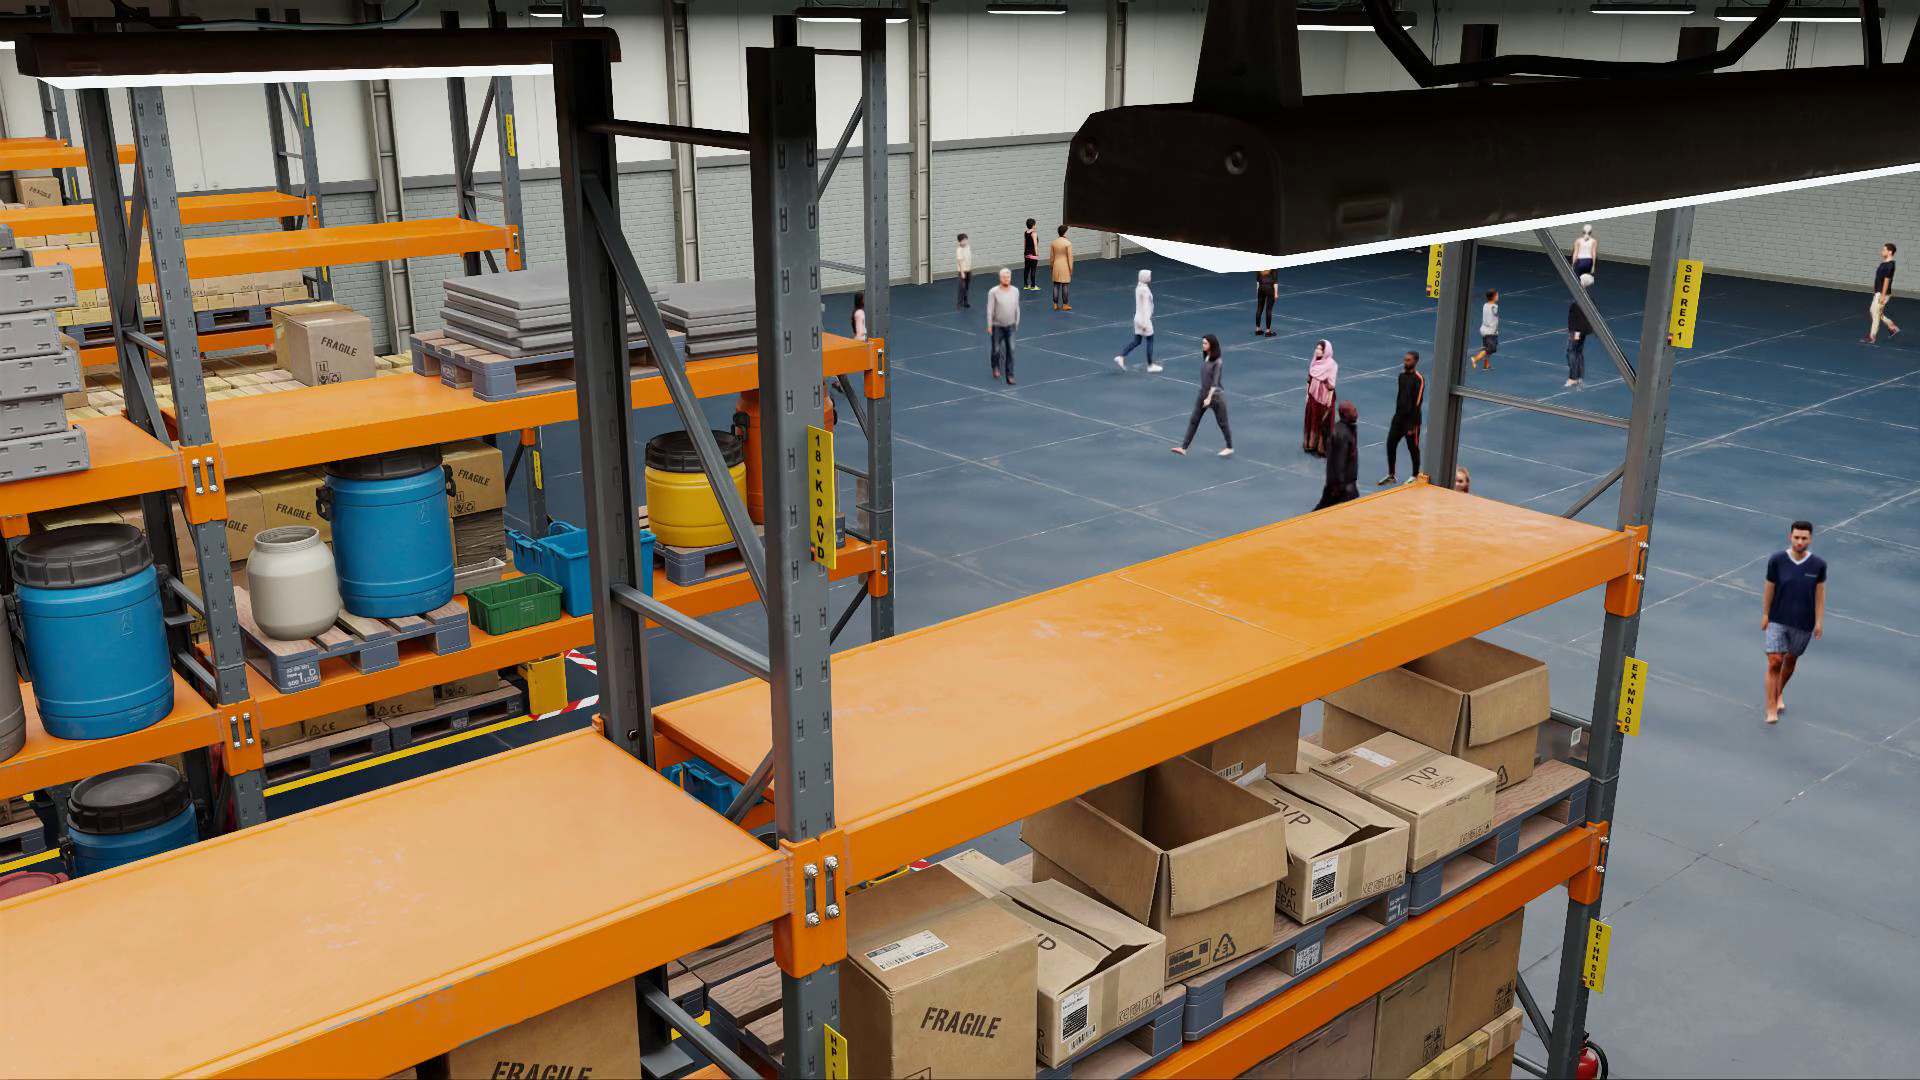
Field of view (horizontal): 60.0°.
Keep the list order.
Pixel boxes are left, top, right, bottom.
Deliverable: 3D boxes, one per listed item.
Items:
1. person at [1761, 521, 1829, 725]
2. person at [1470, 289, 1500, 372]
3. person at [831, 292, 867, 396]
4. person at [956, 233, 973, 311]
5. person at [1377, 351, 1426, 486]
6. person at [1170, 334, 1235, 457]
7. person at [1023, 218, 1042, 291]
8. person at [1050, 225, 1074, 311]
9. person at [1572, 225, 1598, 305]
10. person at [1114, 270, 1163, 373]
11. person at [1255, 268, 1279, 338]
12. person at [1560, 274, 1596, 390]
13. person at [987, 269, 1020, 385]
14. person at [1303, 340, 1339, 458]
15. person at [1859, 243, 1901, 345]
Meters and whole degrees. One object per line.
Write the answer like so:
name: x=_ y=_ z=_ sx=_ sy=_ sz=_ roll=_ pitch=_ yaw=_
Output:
person: x=7.307 y=0.697 z=14.631 sx=0.996 sy=1.797 sz=1.226 roll=7 pitch=19 yaw=20
person: x=9.012 y=-3.612 z=28.436 sx=0.920 sy=1.444 sz=0.663 roll=-10 pitch=21 yaw=-29
person: x=-1.639 y=-3.058 z=26.339 sx=1.209 sy=1.687 sz=1.100 roll=0 pitch=18 yaw=0
person: x=0.109 y=-5.510 z=34.067 sx=0.804 sy=1.565 sz=0.566 roll=6 pitch=19 yaw=18
person: x=5.891 y=-1.562 z=21.586 sx=0.854 sy=1.786 sz=0.703 roll=-12 pitch=21 yaw=-32
person: x=3.553 y=-1.943 z=22.881 sx=1.242 sy=1.709 sz=0.820 roll=-8 pitch=20 yaw=-24
person: x=1.546 y=-6.263 z=36.401 sx=0.509 sy=1.552 sz=0.542 roll=-13 pitch=22 yaw=-35
person: x=2.065 y=-5.576 z=34.009 sx=0.731 sy=1.726 sz=0.740 roll=9 pitch=20 yaw=27
person: x=12.819 y=-5.606 z=34.157 sx=0.832 sy=1.691 sz=0.922 roll=5 pitch=19 yaw=15
person: x=3.011 y=-3.689 z=28.174 sx=1.160 sy=1.751 sz=0.920 roll=-5 pitch=19 yaw=-14
person: x=5.776 y=-4.715 z=31.397 sx=0.542 sy=1.706 sz=0.619 roll=-17 pitch=25 yaw=-42
person: x=9.460 y=-3.177 z=25.409 sx=0.801 sy=1.744 sz=0.643 roll=11 pitch=21 yaw=31
person: x=0.681 y=-3.543 z=27.546 sx=1.294 sy=1.863 sz=1.170 roll=-4 pitch=19 yaw=-13
person: x=5.028 y=-1.985 z=23.136 sx=0.630 sy=1.632 sz=0.697 roll=-12 pitch=22 yaw=-33
person: x=17.037 y=-4.507 z=30.537 sx=0.956 sy=1.844 sz=0.957 roll=6 pitch=19 yaw=17
